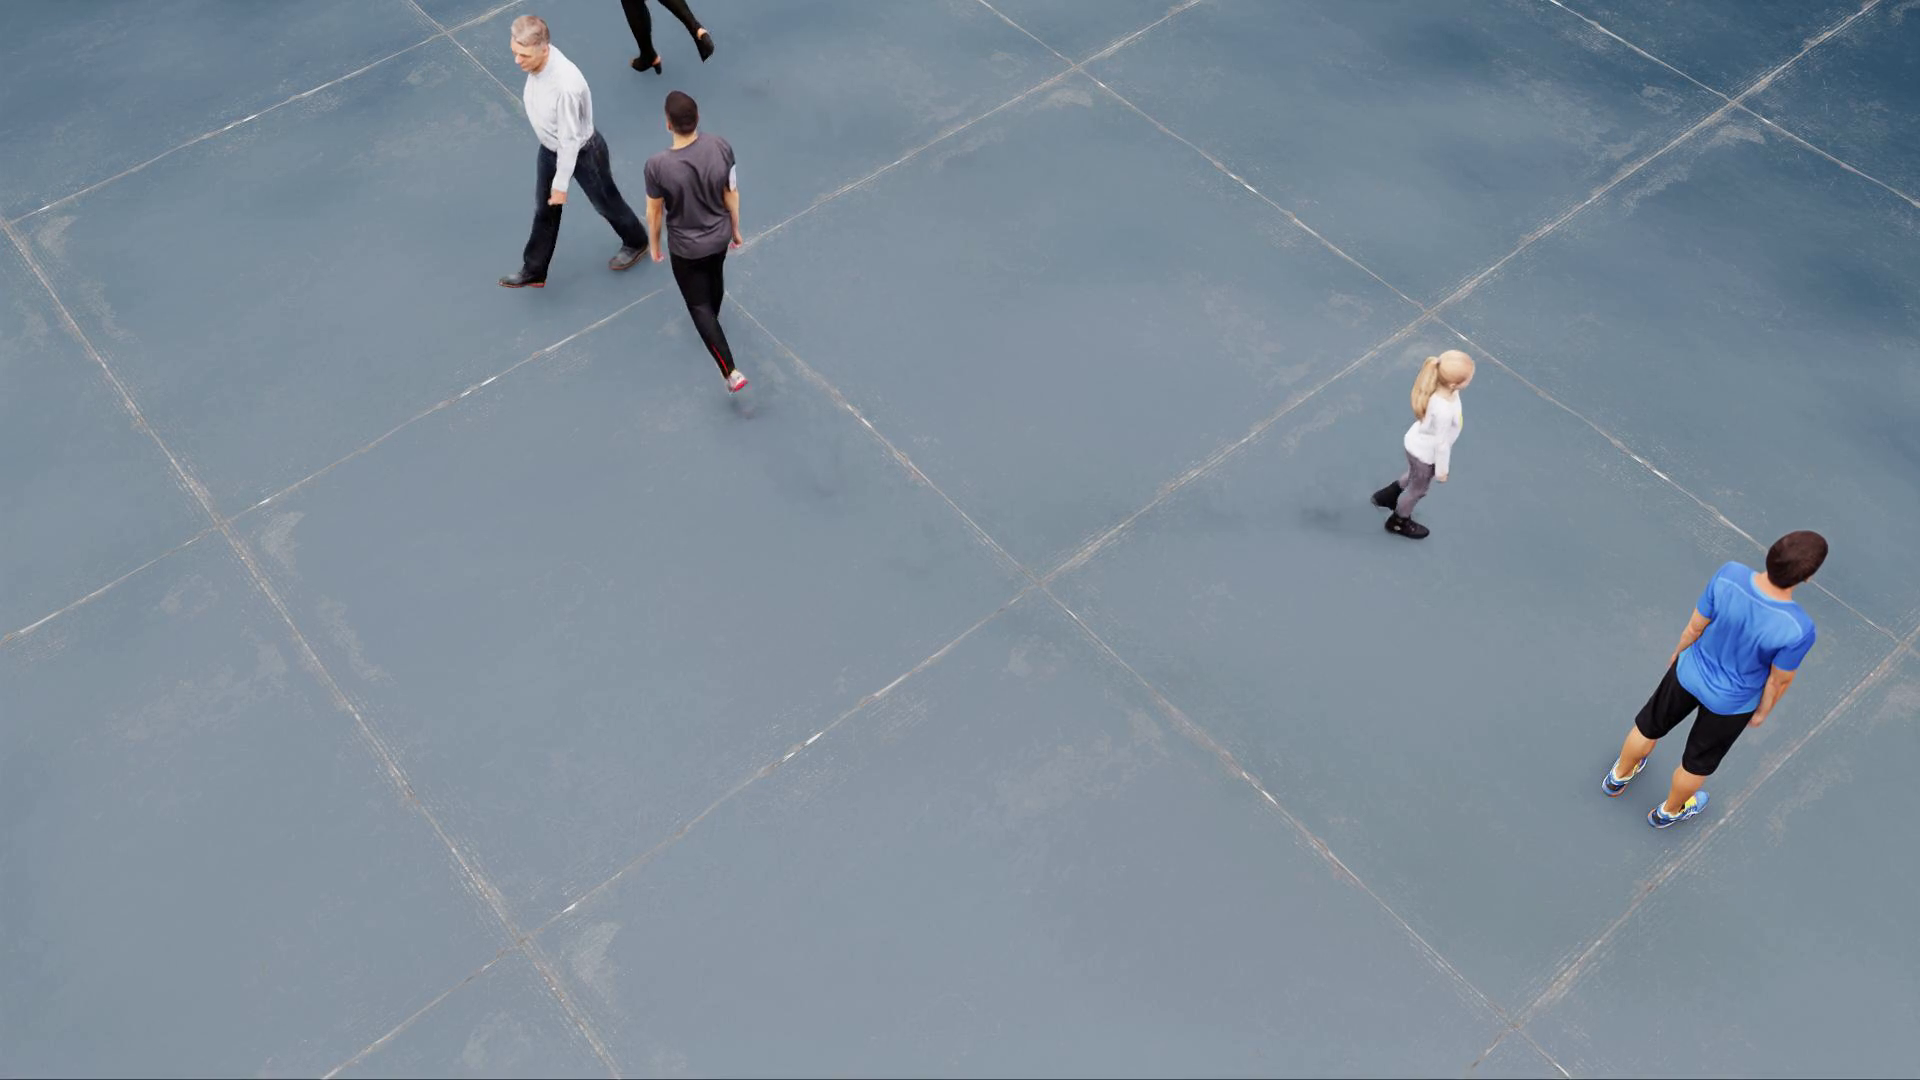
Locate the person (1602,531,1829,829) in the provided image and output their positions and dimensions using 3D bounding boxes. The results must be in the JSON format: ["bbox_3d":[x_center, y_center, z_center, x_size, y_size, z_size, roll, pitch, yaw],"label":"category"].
[{"bbox_3d":[3.131,0.594,6.900,0.542,1.869,0.600,-33,59,-23],"label":"person"}]

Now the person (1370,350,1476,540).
[{"bbox_3d":[2.211,-0.456,8.091,0.669,1.271,0.607,7,53,5],"label":"person"}]

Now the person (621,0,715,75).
[{"bbox_3d":[-1.882,-3.597,10.163,0.900,1.842,0.916,24,56,17],"label":"person"}]

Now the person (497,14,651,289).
[{"bbox_3d":[-2.036,-2.134,9.080,1.135,1.764,0.687,-36,60,-25],"label":"person"}]

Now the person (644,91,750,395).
[{"bbox_3d":[-1.321,-1.499,8.605,1.114,1.736,0.860,-24,56,-18],"label":"person"}]
